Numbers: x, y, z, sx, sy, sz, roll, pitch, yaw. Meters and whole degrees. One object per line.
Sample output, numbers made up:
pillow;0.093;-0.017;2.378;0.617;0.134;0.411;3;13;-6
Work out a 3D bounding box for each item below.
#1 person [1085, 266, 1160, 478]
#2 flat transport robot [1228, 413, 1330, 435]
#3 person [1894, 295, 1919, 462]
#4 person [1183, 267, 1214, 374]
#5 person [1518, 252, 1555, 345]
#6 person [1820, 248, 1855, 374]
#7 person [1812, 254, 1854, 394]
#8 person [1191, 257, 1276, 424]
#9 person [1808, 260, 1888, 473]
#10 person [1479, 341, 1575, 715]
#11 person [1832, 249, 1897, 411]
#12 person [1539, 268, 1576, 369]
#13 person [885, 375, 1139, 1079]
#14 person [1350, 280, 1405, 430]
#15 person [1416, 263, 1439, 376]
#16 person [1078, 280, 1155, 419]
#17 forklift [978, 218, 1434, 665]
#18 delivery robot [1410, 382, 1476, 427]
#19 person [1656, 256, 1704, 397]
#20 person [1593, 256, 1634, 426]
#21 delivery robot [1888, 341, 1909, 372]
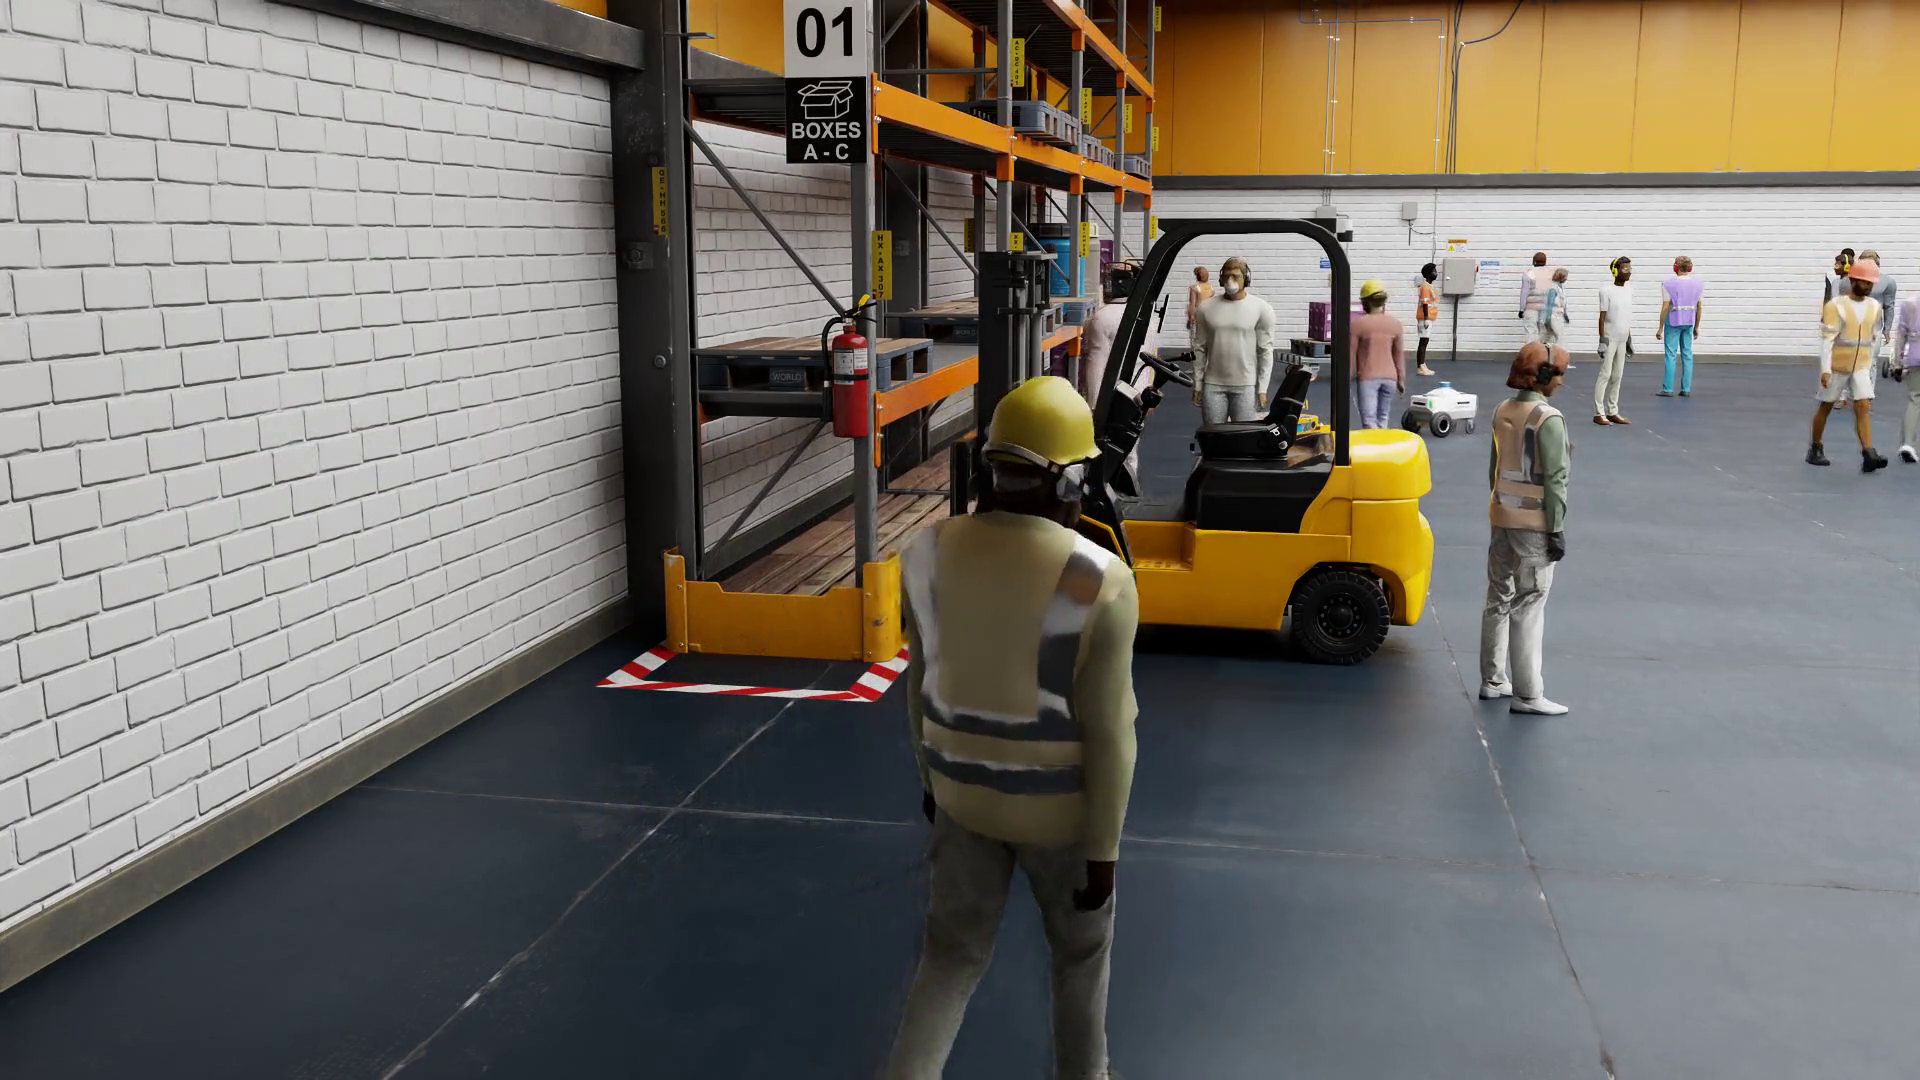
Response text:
person;1.134;-0.982;11.823;0.712;1.883;0.467;-9;14;-41
flat transport robot;3.183;-1.181;17.273;1.431;0.197;0.652;-10;14;-42
person;9.086;-1.662;15.562;0.637;1.874;1.000;7;12;32
person;3.676;-3.338;25.378;0.550;1.633;0.316;-8;13;-37
person;9.464;-3.793;27.288;0.633;1.841;0.429;-1;10;-7
person;13.395;-3.458;25.235;0.591;1.922;0.392;1;10;6
person;11.601;-2.823;21.912;0.335;1.865;0.520;-2;11;-12
person;2.049;-1.160;12.583;0.632;1.940;0.372;5;11;24
person;7.983;-1.554;14.901;0.574;1.875;1.000;0;10;-1
person;2.498;-0.054;7.343;0.309;1.640;0.513;-2;11;-13
person;10.909;-2.530;20.096;0.635;1.937;0.352;7;12;33
person;9.447;-3.543;26.559;0.766;1.603;0.500;5;12;27
person;0.095;0.551;3.588;0.586;1.808;0.848;6;12;29
person;3.608;-1.358;14.332;0.547;1.736;0.729;-2;11;-12
person;7.056;-3.326;25.118;0.318;1.700;0.535;4;11;21
person;1.165;-1.080;12.483;0.616;1.816;0.496;1;10;7
forklift;1.285;-0.567;8.635;2.313;2.155;1.214;2;11;11
delivery robot;5.120;-1.431;17.609;0.707;0.478;0.477;-6;12;-29
person;9.406;-2.784;21.740;0.573;1.843;0.374;-1;10;-8
person;7.313;-2.212;18.529;0.513;1.877;0.328;-6;12;-28
delivery robot;14.032;-2.730;24.728;0.477;0.478;0.707;6;12;31
